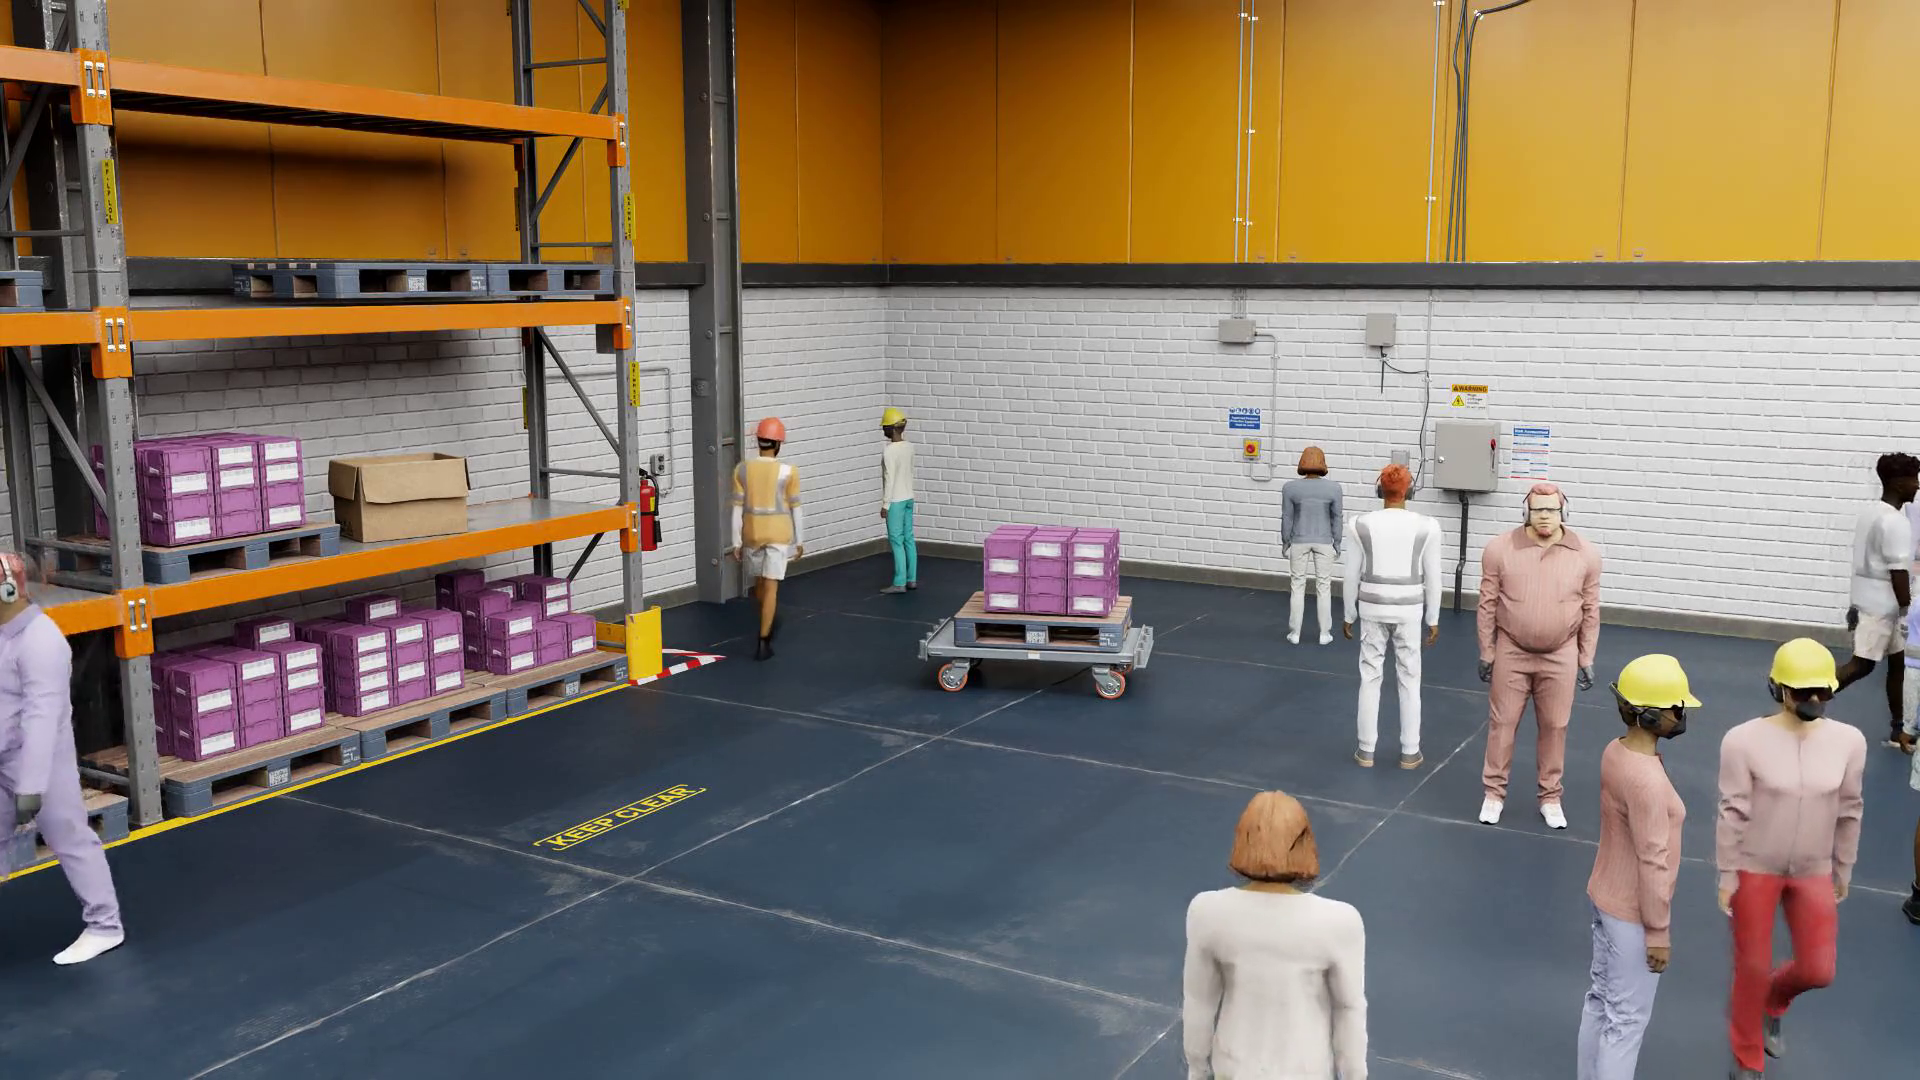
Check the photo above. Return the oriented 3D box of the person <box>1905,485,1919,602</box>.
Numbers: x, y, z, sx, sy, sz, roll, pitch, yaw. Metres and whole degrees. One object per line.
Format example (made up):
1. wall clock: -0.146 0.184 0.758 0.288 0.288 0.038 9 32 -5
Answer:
1. person: 6.967 0.232 11.815 0.621 1.838 0.429 1 9 5

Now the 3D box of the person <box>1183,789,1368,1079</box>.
1. person: 0.851 1.495 4.581 0.525 1.617 0.491 4 10 25

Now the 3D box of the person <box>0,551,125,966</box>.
1. person: -4.085 0.978 7.062 0.673 1.855 0.960 7 11 37

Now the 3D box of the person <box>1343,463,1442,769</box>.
1. person: 2.644 0.466 10.196 0.584 1.883 0.337 2 9 15

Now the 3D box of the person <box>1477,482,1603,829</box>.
1. person: 3.157 0.630 9.102 0.643 1.910 0.400 2 9 14

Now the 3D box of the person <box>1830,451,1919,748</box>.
1. person: 5.768 0.390 10.559 0.937 1.933 0.609 3 10 18

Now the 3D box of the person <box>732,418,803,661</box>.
1. person: -1.511 -0.037 13.339 0.549 1.878 0.997 2 9 10

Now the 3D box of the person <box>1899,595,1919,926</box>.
1. person: 4.633 0.845 7.663 0.542 1.939 0.364 6 11 31

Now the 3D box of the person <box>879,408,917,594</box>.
1. person: -0.613 -0.367 15.776 0.329 1.765 0.533 4 10 25

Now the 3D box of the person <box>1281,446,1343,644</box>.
1. person: 2.874 0.045 13.607 0.499 1.633 0.289 2 9 11

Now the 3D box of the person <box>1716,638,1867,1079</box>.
1. person: 2.999 1.194 6.078 0.531 1.755 0.488 1 9 4

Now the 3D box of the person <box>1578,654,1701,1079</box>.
1. person: 2.302 1.254 5.653 0.308 1.769 0.525 1 9 7
